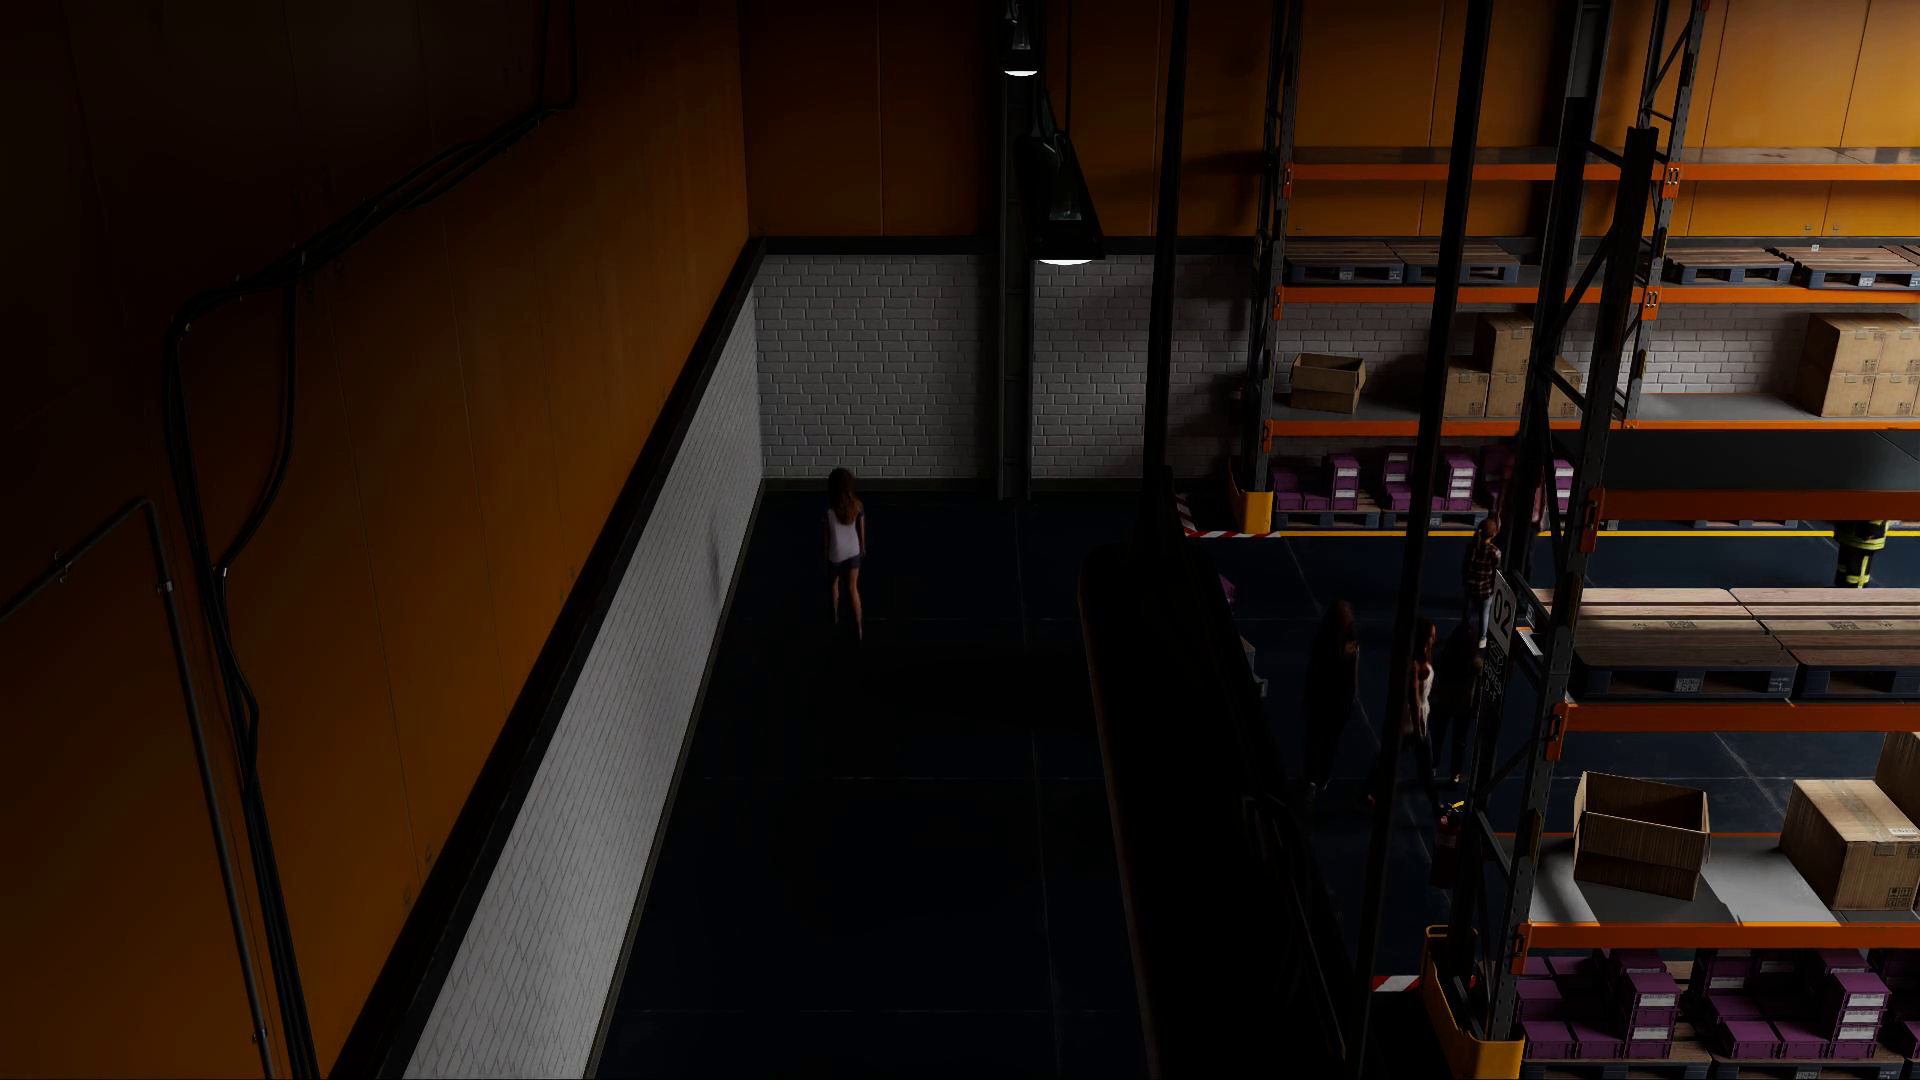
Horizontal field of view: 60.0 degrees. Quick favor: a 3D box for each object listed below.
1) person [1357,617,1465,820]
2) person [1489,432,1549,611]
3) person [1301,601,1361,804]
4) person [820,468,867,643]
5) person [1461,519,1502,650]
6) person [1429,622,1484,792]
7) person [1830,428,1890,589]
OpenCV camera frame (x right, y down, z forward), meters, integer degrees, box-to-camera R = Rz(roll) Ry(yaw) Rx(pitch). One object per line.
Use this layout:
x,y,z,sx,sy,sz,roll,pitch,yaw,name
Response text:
3.433,1.419,13.059,1.146,1.738,0.969,14,27,28,person
5.562,-0.220,16.563,0.745,1.935,0.794,0,24,1,person
2.936,1.323,13.287,0.985,1.731,0.840,8,25,17,person
-1.090,0.188,15.936,1.098,1.688,0.906,-8,25,-18,person
4.974,0.405,15.917,0.611,1.305,0.677,20,30,38,person
4.022,1.347,13.550,0.589,1.475,0.718,11,26,24,person
9.108,-0.247,16.709,0.734,1.867,0.803,3,24,7,person
